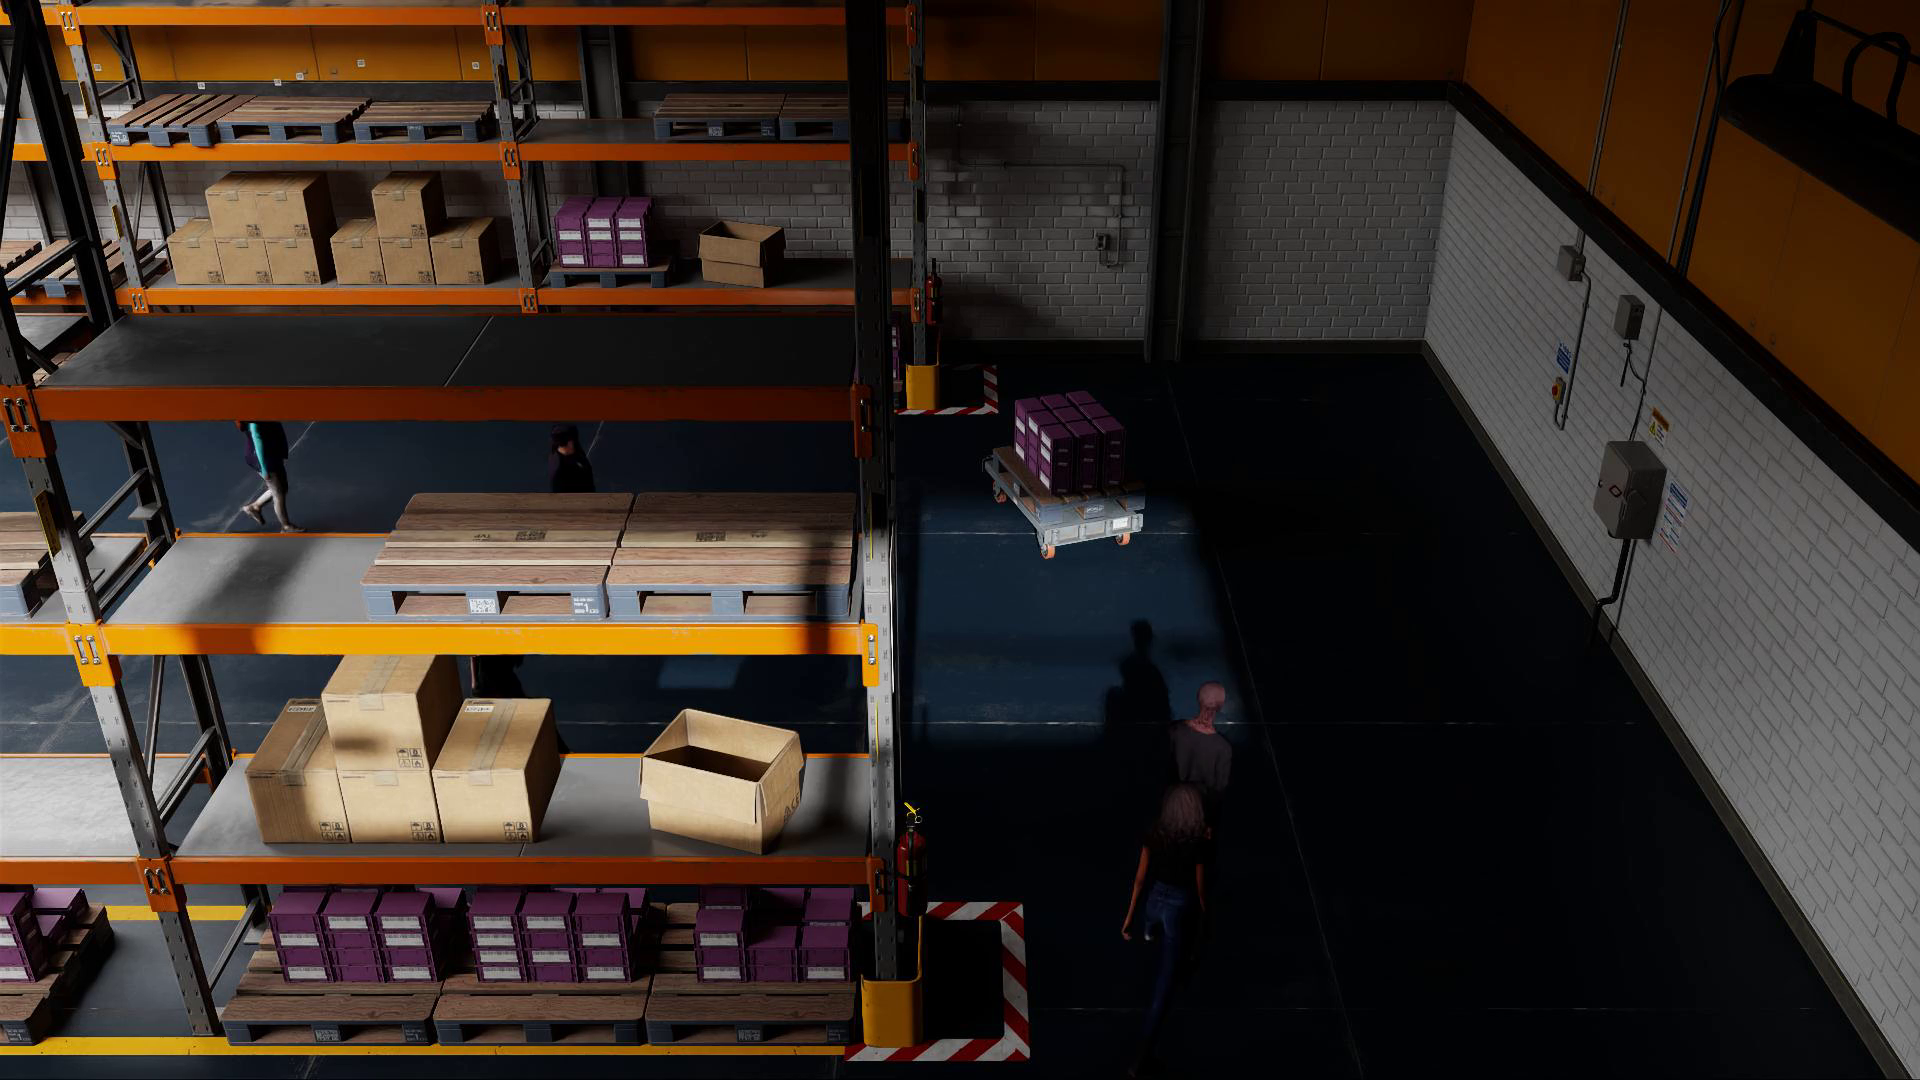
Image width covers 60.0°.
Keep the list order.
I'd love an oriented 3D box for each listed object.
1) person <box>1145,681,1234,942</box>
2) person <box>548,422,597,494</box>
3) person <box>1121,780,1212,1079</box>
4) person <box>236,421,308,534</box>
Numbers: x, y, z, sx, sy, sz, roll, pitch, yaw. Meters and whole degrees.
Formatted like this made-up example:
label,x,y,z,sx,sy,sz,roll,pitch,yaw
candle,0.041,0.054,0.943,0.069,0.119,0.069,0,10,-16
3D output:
label,x,y,z,sx,sy,sz,roll,pitch,yaw
person,1.368,1.678,10.148,1.159,1.712,1.027,14,32,25
person,-3.224,-0.203,13.657,0.967,1.653,0.738,3,29,5
person,1.134,2.189,9.255,1.282,1.668,1.166,18,34,30
person,-6.193,-0.700,14.744,0.768,1.485,0.574,-1,29,-2
